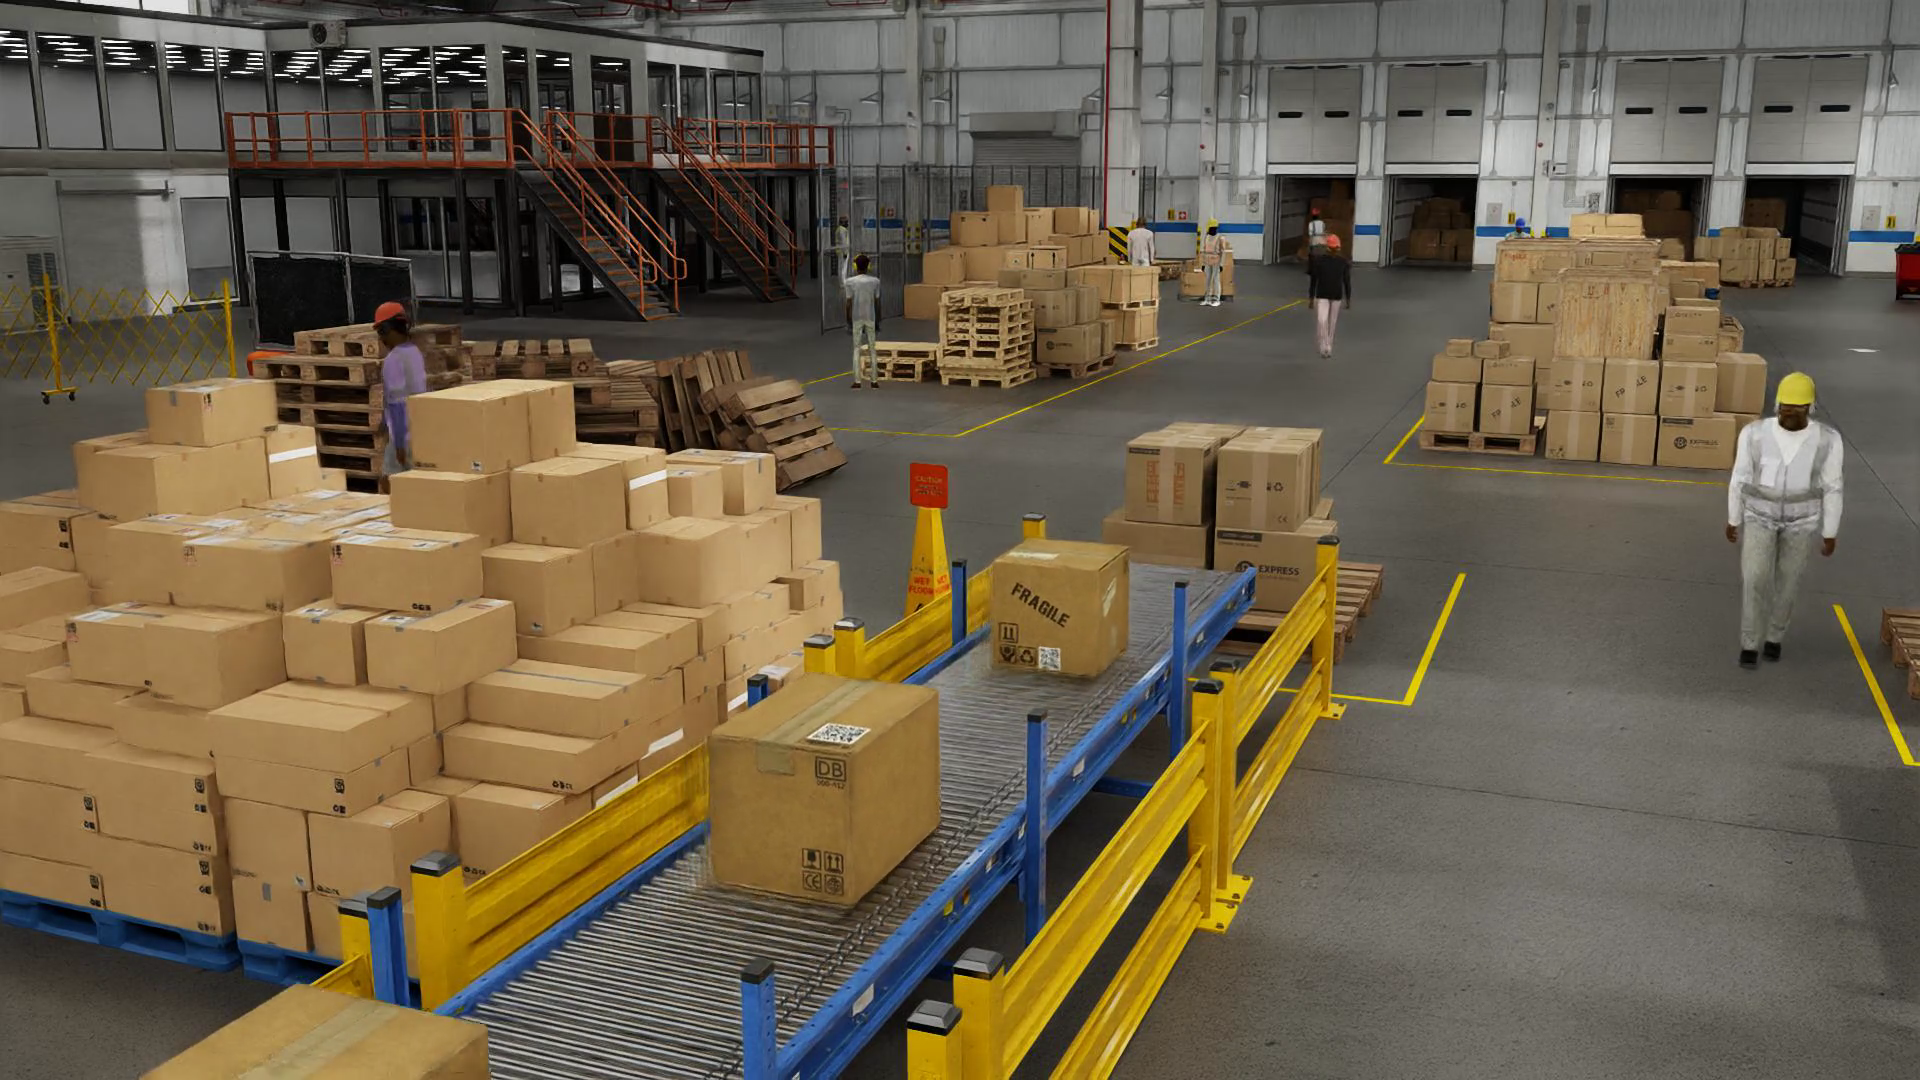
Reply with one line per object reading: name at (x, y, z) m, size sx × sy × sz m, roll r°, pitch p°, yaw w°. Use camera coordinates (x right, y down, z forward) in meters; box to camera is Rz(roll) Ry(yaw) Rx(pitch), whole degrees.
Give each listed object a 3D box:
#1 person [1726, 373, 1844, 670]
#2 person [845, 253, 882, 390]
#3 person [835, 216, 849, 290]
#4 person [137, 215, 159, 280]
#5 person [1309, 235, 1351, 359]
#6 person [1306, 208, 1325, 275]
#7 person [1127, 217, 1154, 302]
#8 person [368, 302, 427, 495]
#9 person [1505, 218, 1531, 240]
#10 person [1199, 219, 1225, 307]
person at (4.958, -0.094, 10.025) m, size 0.627 × 1.804 × 0.758 m, roll 6°, pitch 14°, yaw 25°
person at (-1.334, -3.014, 22.981) m, size 0.513 × 1.876 × 0.328 m, roll -2°, pitch 13°, yaw -10°
person at (-2.937, -7.262, 42.111) m, size 0.429 × 1.844 × 0.623 m, roll -3°, pitch 13°, yaw -12°
person at (-22.311, -8.050, 45.567) m, size 0.662 × 1.874 × 0.855 m, roll -4°, pitch 13°, yaw -19°
person at (5.950, -3.864, 26.581) m, size 0.647 × 1.960 × 0.905 m, roll -1°, pitch 13°, yaw -3°
person at (10.276, -8.563, 47.792) m, size 0.558 × 1.916 × 0.778 m, roll -5°, pitch 14°, yaw -21°
person at (4.158, -6.458, 38.287) m, size 0.638 × 1.937 × 0.356 m, roll 4°, pitch 13°, yaw 16°
person at (-4.377, -0.841, 12.945) m, size 0.596 × 2.002 × 0.620 m, roll 1°, pitch 13°, yaw 4°
person at (12.555, -6.286, 37.513) m, size 0.603 × 1.937 × 0.410 m, roll 0°, pitch 13°, yaw 2°
person at (5.601, -6.152, 36.934) m, size 0.375 × 1.925 × 0.595 m, roll -11°, pitch 17°, yaw -40°
